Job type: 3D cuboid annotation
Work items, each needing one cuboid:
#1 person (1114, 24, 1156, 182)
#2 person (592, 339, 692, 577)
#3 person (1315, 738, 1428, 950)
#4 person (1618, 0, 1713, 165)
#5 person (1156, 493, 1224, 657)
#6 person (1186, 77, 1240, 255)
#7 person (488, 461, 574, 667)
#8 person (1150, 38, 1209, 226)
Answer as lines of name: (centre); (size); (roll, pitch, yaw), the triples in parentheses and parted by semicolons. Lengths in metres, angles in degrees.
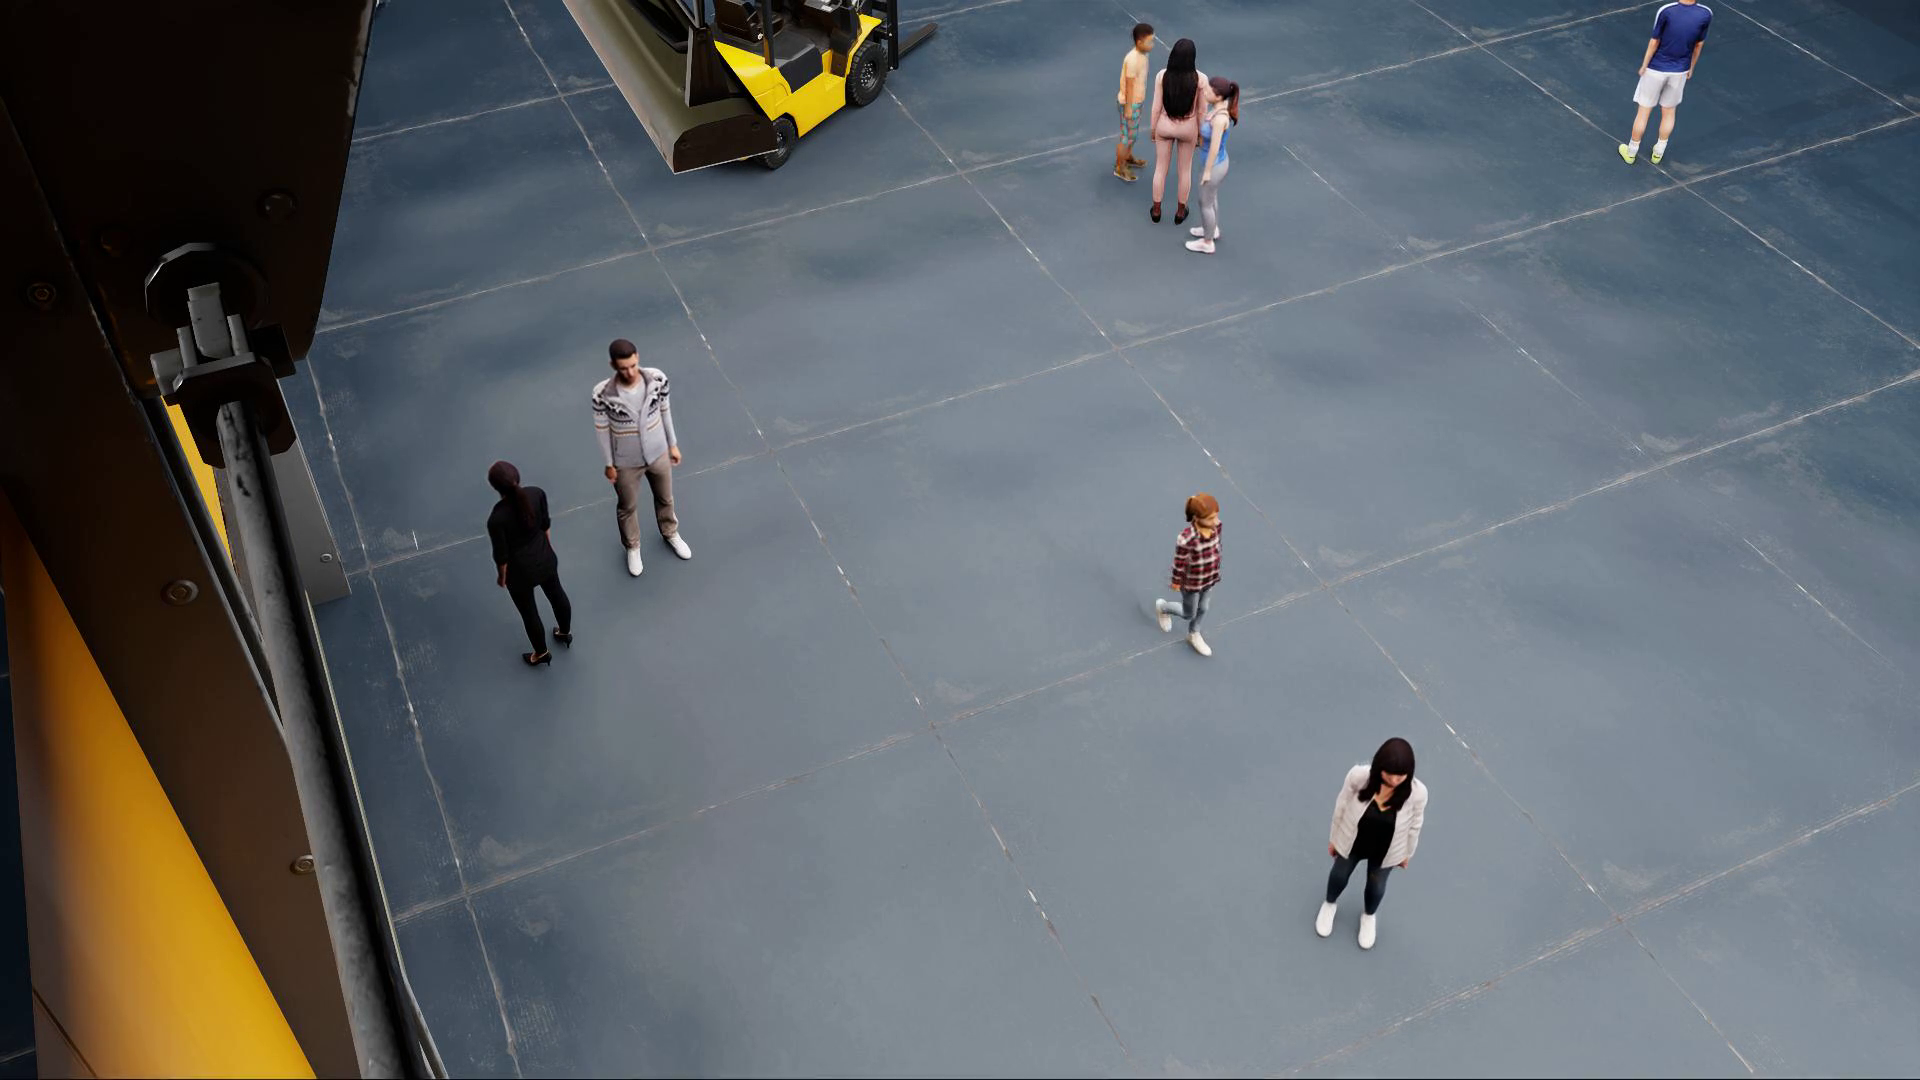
person: (1.539, -3.967, 15.026); (0.698, 1.459, 0.660); (13, 45, 13)
person: (-2.162, -0.601, 11.201); (0.687, 1.862, 0.568); (-20, 47, -20)
person: (2.231, 1.618, 9.037); (0.698, 1.634, 0.754); (14, 45, 14)
person: (6.419, -4.286, 15.087); (0.713, 1.837, 0.713); (3, 44, 3)
person: (1.503, 0.184, 10.787); (0.606, 1.295, 0.740); (-27, 50, -26)
person: (2.145, -3.185, 14.101); (0.718, 1.603, 0.635); (9, 44, 10)
person: (-2.735, 0.154, 10.553); (0.701, 1.662, 0.686); (28, 50, 26)
person: (1.871, -3.525, 14.372); (0.704, 1.721, 0.723); (7, 44, 7)
